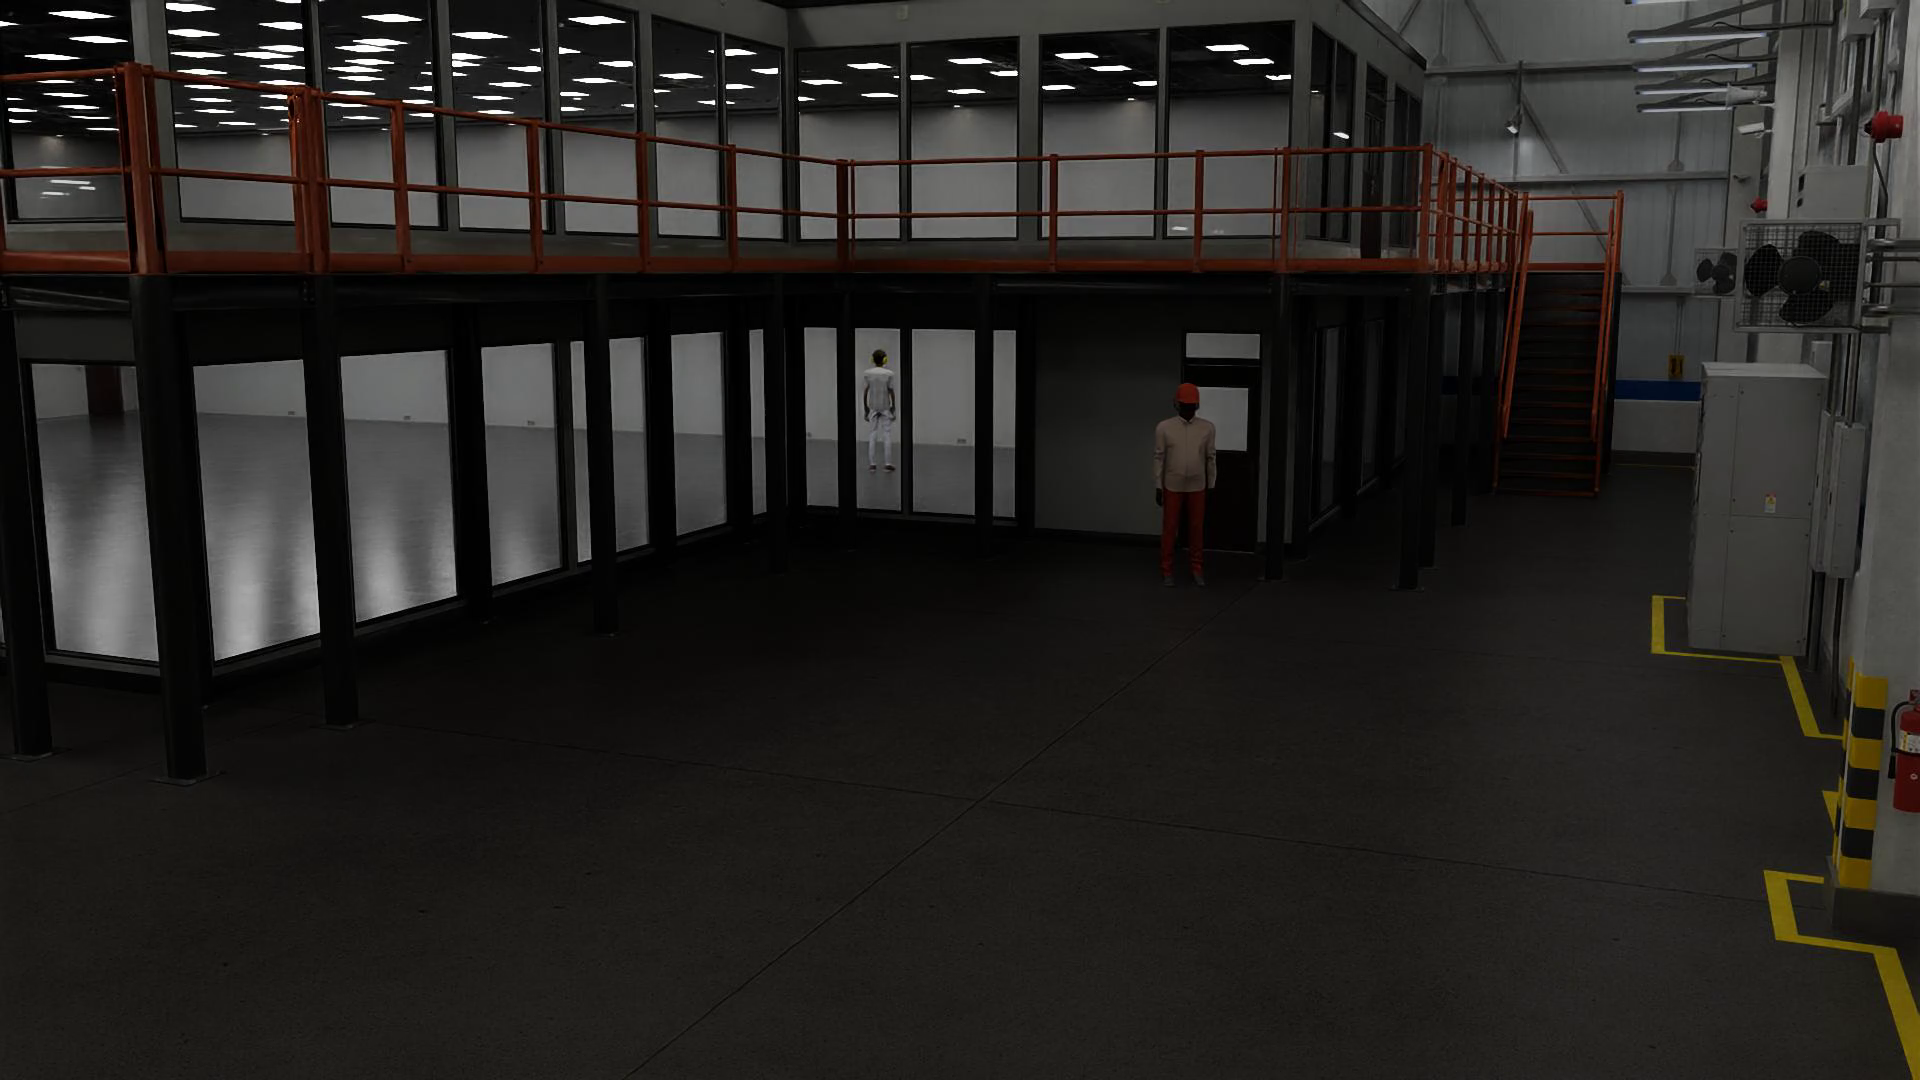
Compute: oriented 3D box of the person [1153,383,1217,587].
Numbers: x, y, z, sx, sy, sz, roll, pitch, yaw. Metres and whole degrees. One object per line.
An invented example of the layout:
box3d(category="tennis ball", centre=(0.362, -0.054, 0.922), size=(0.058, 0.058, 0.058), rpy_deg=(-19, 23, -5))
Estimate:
box3d(category="person", centre=(2.176, -0.525, 16.068), size=(0.615, 1.988, 0.400), rpy_deg=(-1, 9, -4))
